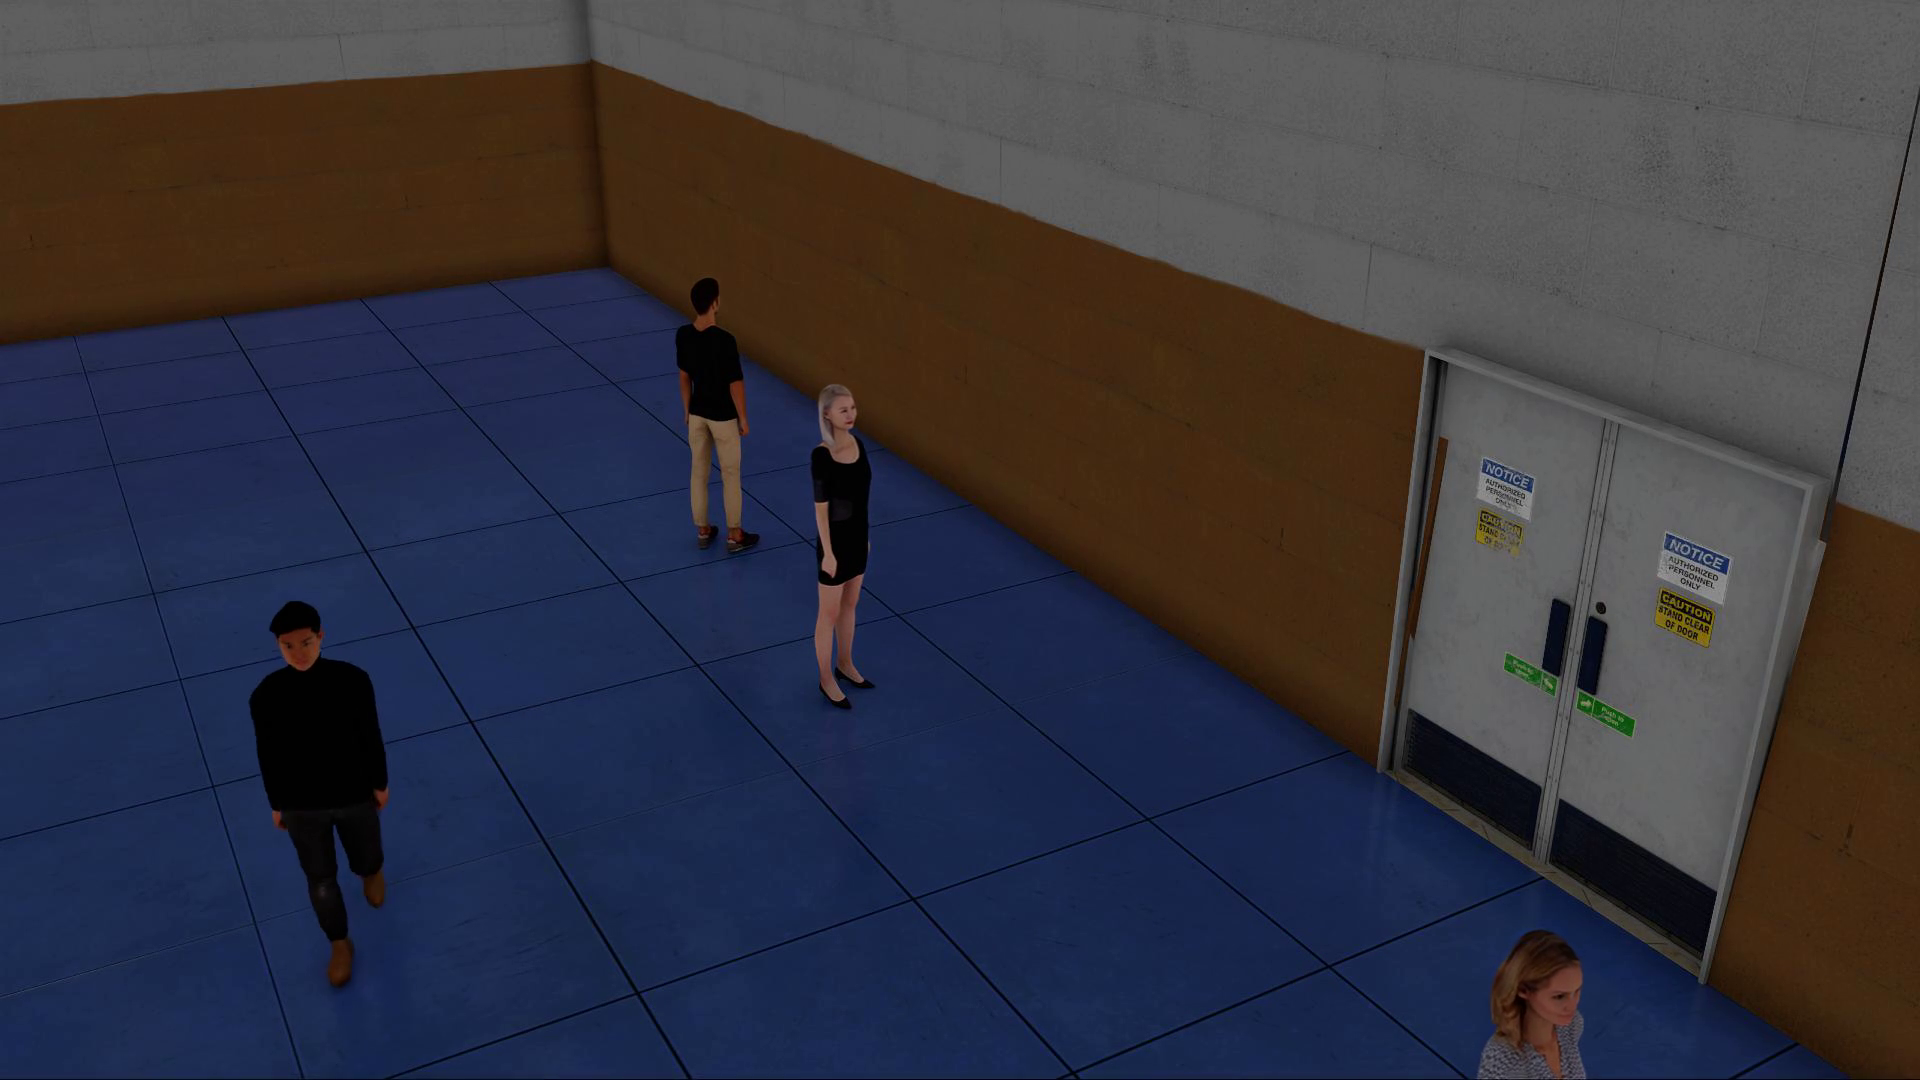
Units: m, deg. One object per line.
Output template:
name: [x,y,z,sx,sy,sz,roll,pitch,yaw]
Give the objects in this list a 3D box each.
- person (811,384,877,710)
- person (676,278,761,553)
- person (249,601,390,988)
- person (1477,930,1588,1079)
person: [-0.656,0.023,9.145,0.711,1.829,0.592,14,27,28]
person: [-1.631,-0.823,11.009,0.705,1.859,0.728,10,25,21]
person: [-2.676,1.013,7.035,0.883,1.707,0.835,-6,24,-14]
person: [1.607,1.902,4.893,0.485,1.796,0.679,-18,29,-35]
